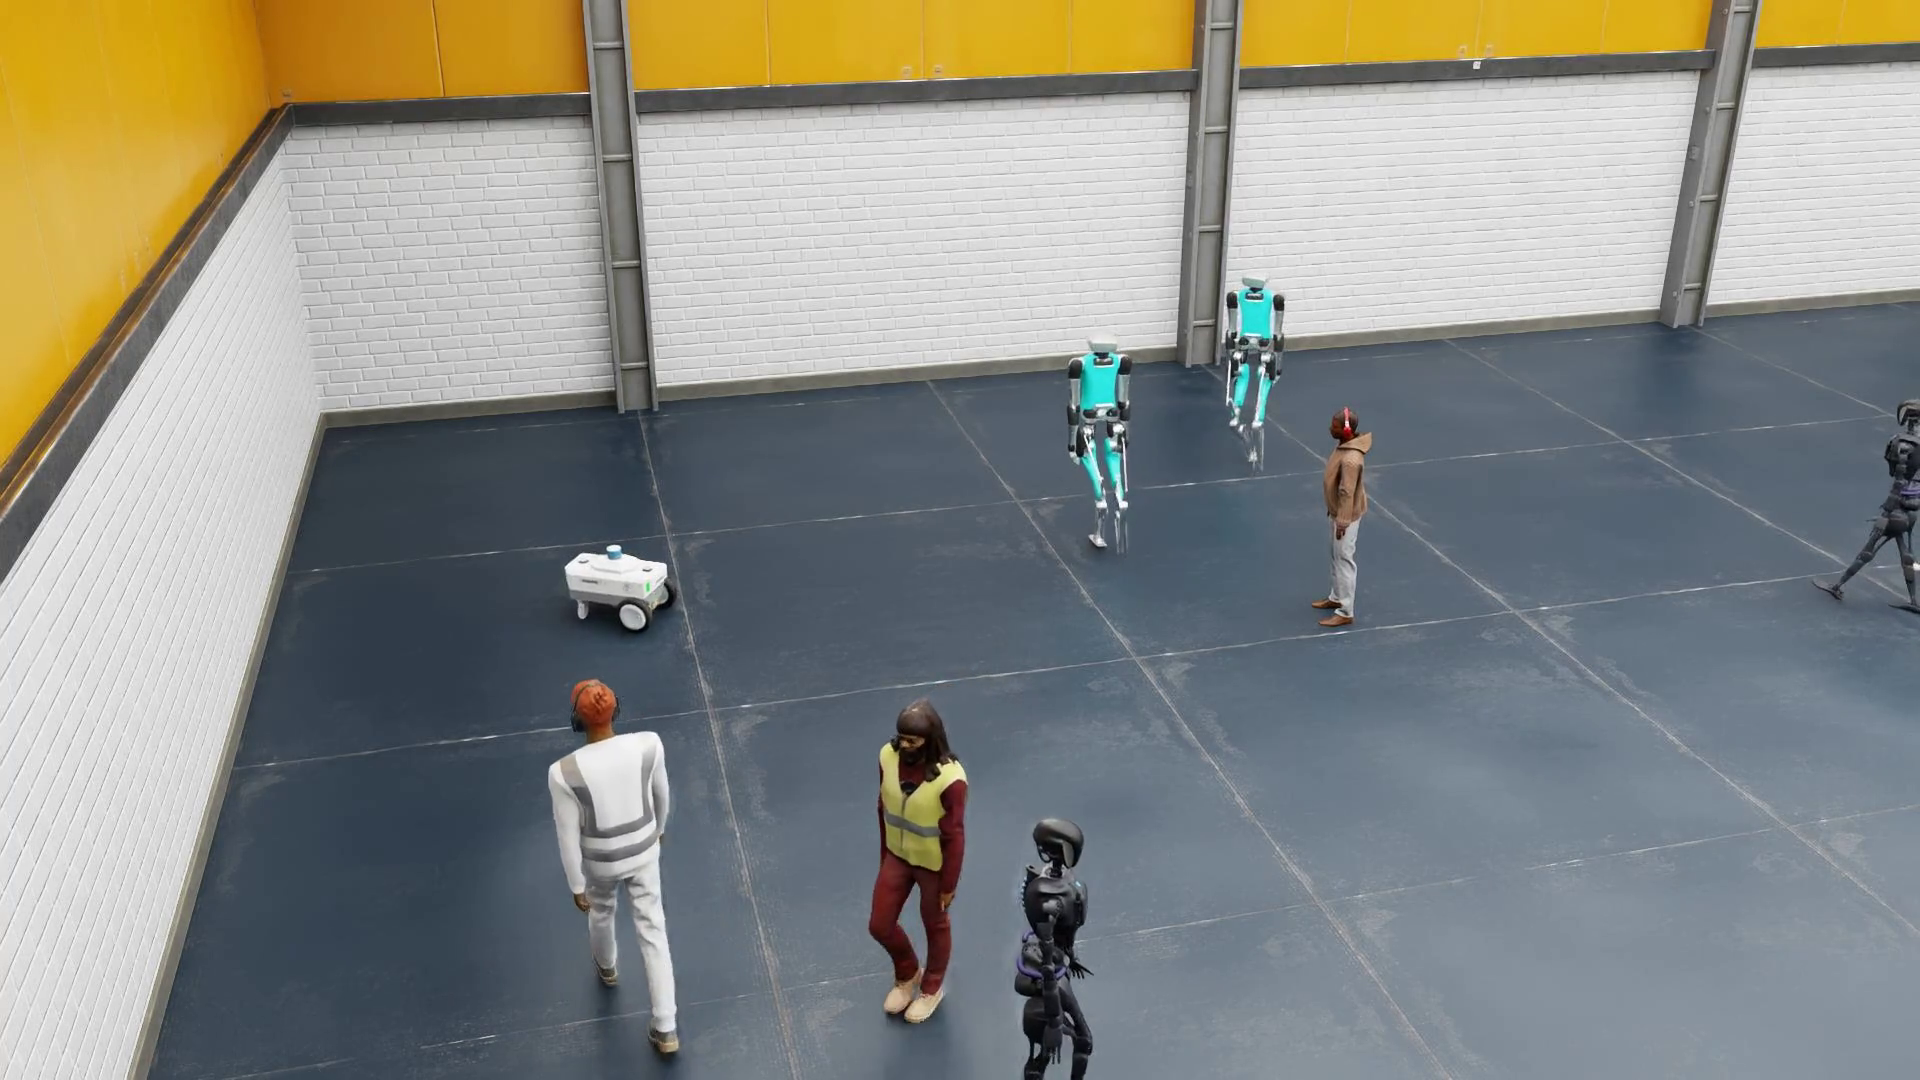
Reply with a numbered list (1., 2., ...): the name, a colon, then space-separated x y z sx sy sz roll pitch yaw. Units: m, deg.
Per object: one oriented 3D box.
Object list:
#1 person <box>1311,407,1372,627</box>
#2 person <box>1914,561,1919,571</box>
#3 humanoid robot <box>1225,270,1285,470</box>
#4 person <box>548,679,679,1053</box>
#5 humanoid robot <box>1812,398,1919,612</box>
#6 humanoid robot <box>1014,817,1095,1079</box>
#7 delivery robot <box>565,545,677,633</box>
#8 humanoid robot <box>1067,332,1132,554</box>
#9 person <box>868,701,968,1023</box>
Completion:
1. person: 2.775 -0.173 12.047 0.313 1.644 0.459 1 24 2
2. person: 7.633 -0.513 12.682 0.360 1.757 0.535 -8 25 -18
3. humanoid robot: 2.577 -1.434 14.944 0.567 1.884 0.722 9 25 19
4. person: -1.632 1.525 7.968 0.574 1.833 1.012 -10 26 -21
5. humanoid robot: 6.878 -0.275 12.276 0.774 1.624 0.601 17 29 33
6. humanoid robot: 0.442 1.931 7.230 0.553 1.643 0.595 4 24 8
7. delivery robot: -2.496 0.331 12.257 0.769 0.597 0.524 7 25 15
8. humanoid robot: 1.166 -0.646 13.149 0.539 1.901 0.754 -7 25 -15
9. person: -0.203 1.563 7.964 0.499 1.755 0.478 13 27 27
